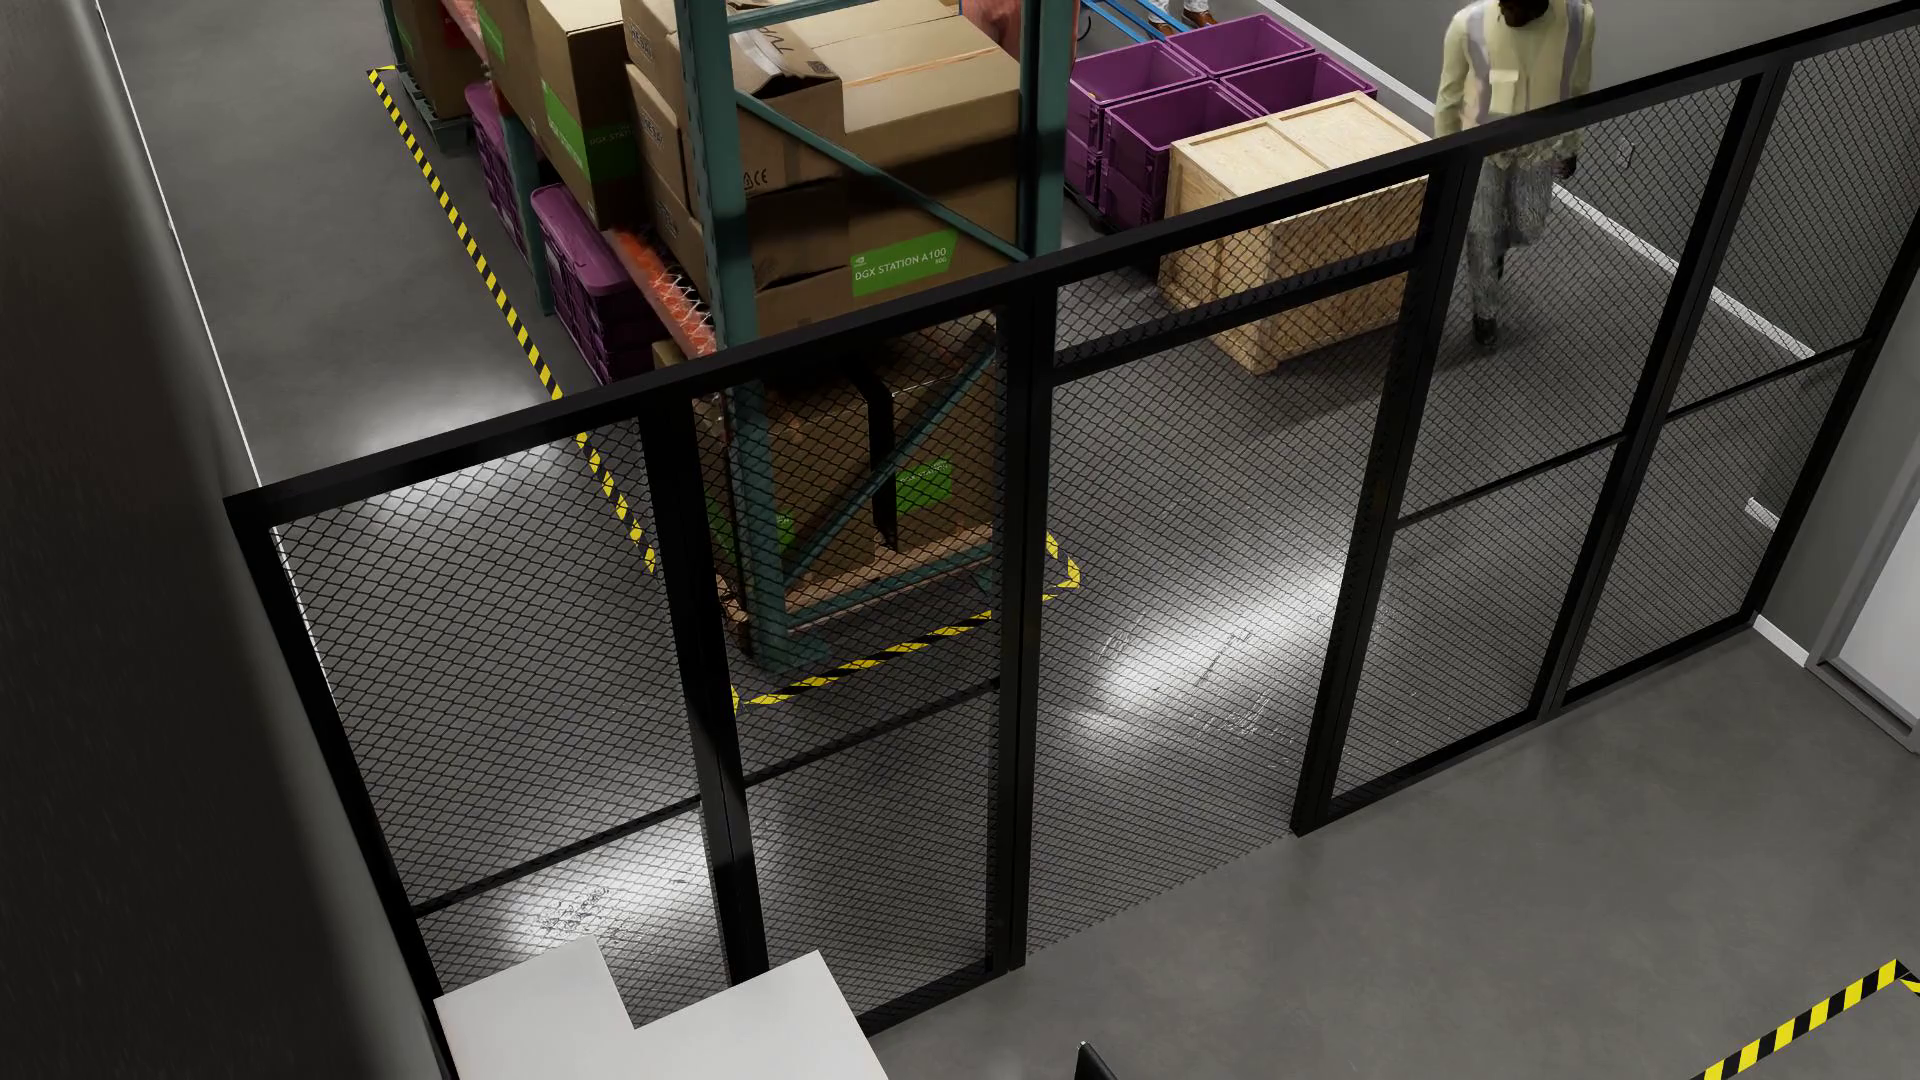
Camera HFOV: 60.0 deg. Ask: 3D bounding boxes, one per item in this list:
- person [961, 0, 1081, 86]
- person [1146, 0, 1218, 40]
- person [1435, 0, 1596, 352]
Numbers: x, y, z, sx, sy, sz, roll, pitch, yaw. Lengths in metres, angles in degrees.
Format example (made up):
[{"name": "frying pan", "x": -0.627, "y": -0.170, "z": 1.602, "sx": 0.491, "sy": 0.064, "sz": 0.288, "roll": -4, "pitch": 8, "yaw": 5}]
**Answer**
[{"name": "person", "x": 0.227, "y": -1.809, "z": 6.885, "sx": 0.612, "sy": 1.994, "sz": 0.382, "roll": -32, "pitch": 51, "yaw": -30}, {"name": "person", "x": 1.286, "y": -3.621, "z": 8.906, "sx": 0.635, "sy": 1.937, "sz": 0.355, "roll": -22, "pitch": 47, "yaw": -22}, {"name": "person", "x": 2.245, "y": -1.665, "z": 6.880, "sx": 0.634, "sy": 1.787, "sz": 0.571, "roll": 1, "pitch": 42, "yaw": 1}]
